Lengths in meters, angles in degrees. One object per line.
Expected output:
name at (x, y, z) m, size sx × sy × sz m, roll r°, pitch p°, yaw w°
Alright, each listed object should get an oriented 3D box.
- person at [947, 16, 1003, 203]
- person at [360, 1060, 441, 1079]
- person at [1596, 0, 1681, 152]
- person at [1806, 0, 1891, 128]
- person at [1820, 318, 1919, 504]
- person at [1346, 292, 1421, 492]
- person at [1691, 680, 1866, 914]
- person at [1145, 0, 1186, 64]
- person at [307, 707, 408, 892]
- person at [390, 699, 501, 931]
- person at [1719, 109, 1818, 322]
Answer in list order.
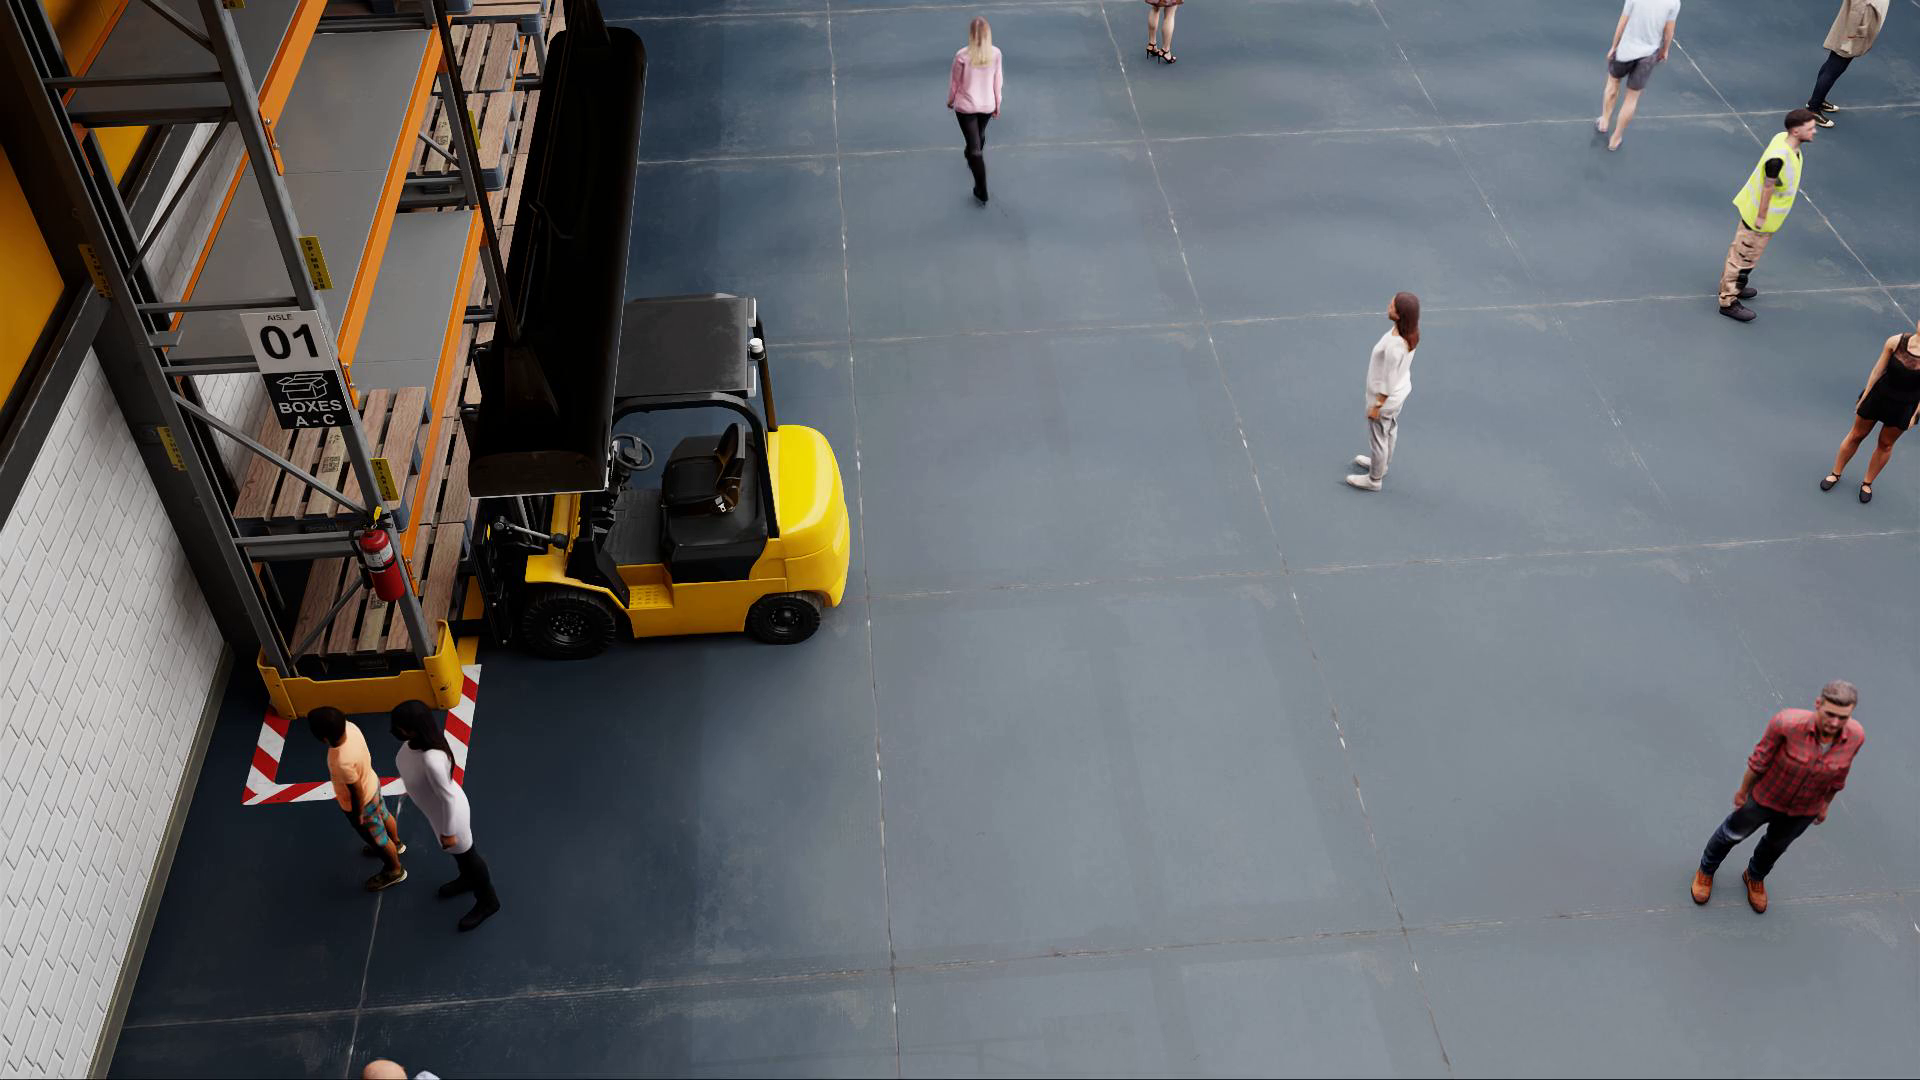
person at (0.160, -3.846, 14.970) m, size 0.760 × 1.643 × 1.143 m, roll -11°, pitch 45°, yaw -12°
person at (-2.471, 2.933, 7.748) m, size 0.771 × 1.791 × 0.626 m, roll 11°, pitch 45°, yaw 11°
person at (6.294, -4.490, 15.522) m, size 0.862 × 1.814 × 0.937 m, roll 16°, pitch 46°, yaw 16°
person at (8.531, -4.926, 15.925) m, size 0.874 × 1.890 × 0.789 m, roll 21°, pitch 48°, yaw 21°
person at (6.706, -1.001, 11.962) m, size 0.679 × 1.674 × 0.724 m, roll 23°, pitch 48°, yaw 23°
person at (3.101, -1.075, 12.029) m, size 0.745 × 1.688 × 0.643 m, roll 20°, pitch 47°, yaw 20°
person at (4.617, 1.414, 9.314) m, size 0.741 × 1.830 × 0.666 m, roll 9°, pitch 44°, yaw 9°
person at (2.103, -5.698, 16.820) m, size 0.859 × 1.774 × 0.781 m, roll -28°, pitch 50°, yaw -27°
person at (-3.440, 1.443, 9.551) m, size 0.611 × 1.461 × 0.462 m, roll -9°, pitch 44°, yaw -9°
person at (-2.855, 1.496, 9.244) m, size 0.744 × 1.807 × 0.615 m, roll -22°, pitch 48°, yaw -22°
person at (6.595, -2.699, 13.619) m, size 0.903 × 1.846 × 0.826 m, roll 19°, pitch 47°, yaw 19°
